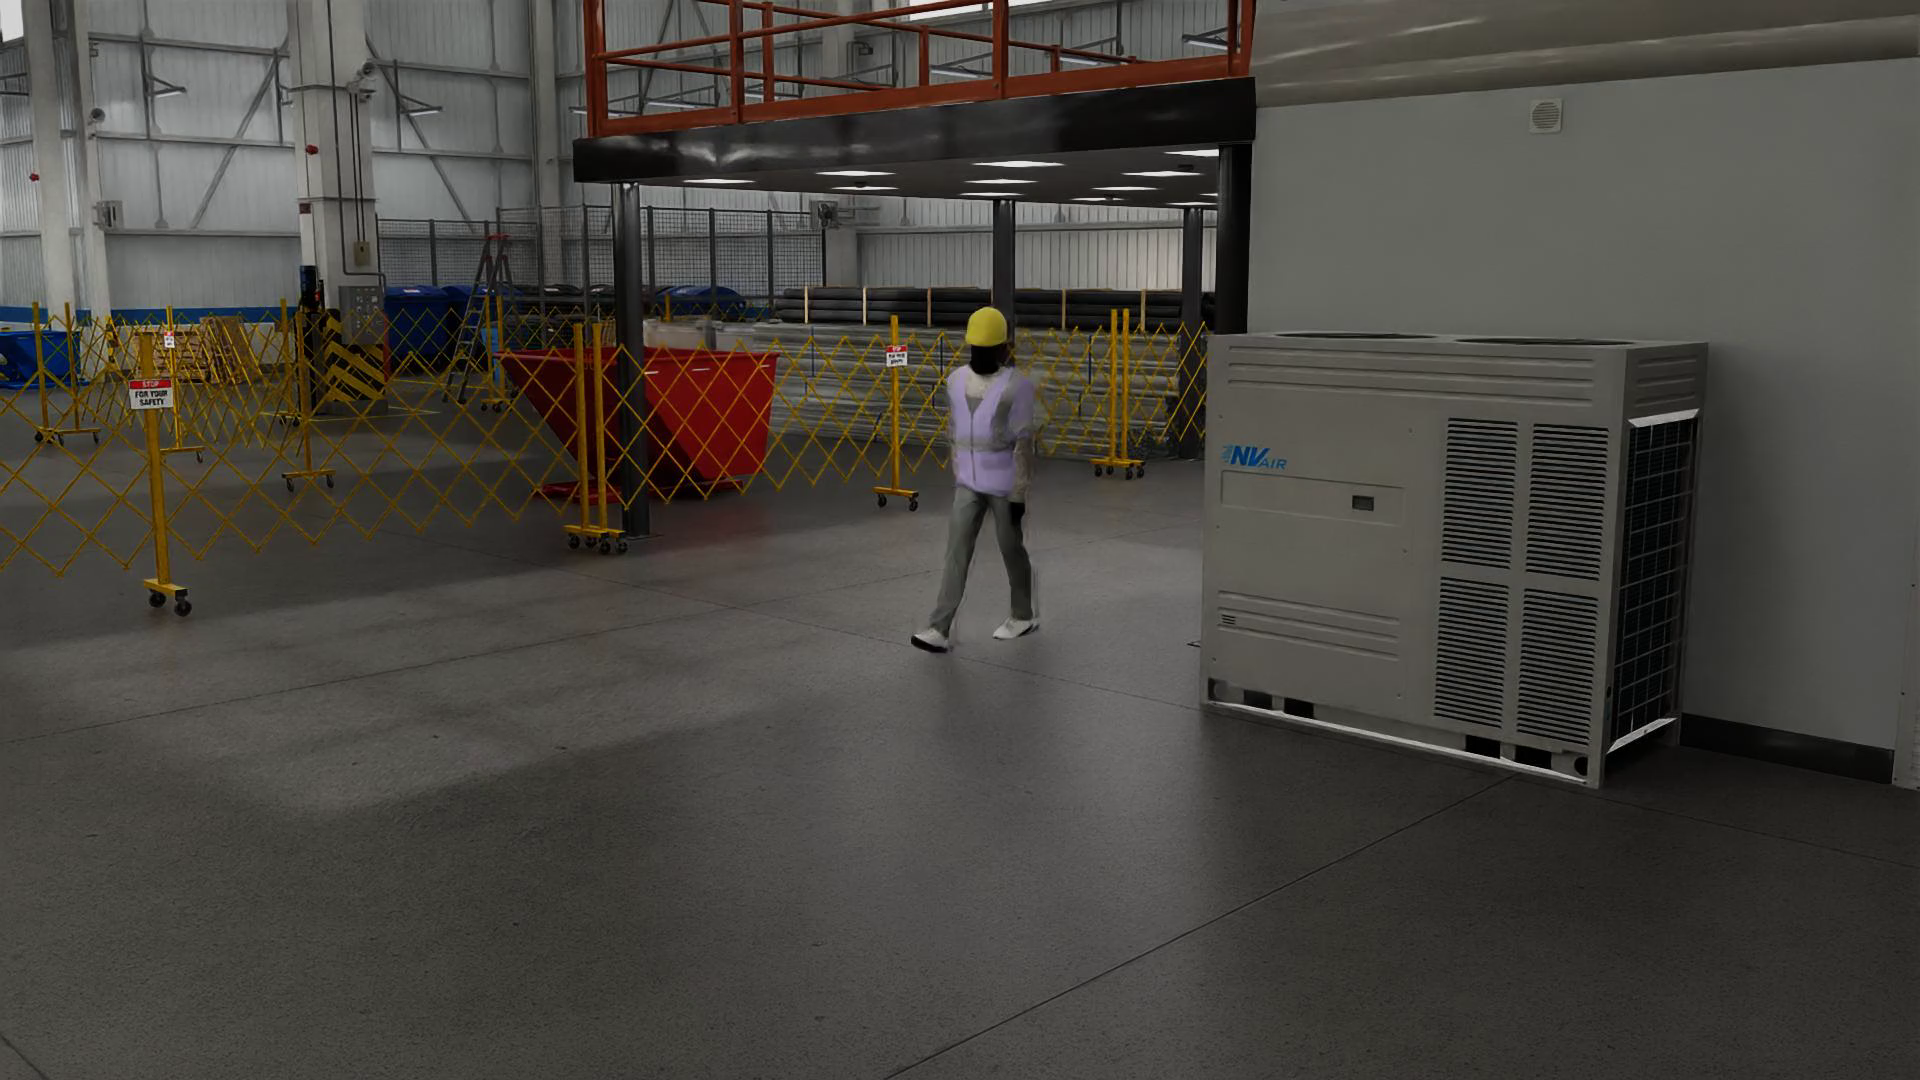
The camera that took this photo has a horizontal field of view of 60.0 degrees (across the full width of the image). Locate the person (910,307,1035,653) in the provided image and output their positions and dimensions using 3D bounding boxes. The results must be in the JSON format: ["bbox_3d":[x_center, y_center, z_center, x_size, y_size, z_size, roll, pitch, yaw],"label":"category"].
[{"bbox_3d":[0.139,-0.318,9.001,0.603,1.862,1.025,7,11,36],"label":"person"}]

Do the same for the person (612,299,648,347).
[{"bbox_3d":[-3.337,-1.602,16.843,0.479,1.880,0.581,-6,11,-33],"label":"person"}]
